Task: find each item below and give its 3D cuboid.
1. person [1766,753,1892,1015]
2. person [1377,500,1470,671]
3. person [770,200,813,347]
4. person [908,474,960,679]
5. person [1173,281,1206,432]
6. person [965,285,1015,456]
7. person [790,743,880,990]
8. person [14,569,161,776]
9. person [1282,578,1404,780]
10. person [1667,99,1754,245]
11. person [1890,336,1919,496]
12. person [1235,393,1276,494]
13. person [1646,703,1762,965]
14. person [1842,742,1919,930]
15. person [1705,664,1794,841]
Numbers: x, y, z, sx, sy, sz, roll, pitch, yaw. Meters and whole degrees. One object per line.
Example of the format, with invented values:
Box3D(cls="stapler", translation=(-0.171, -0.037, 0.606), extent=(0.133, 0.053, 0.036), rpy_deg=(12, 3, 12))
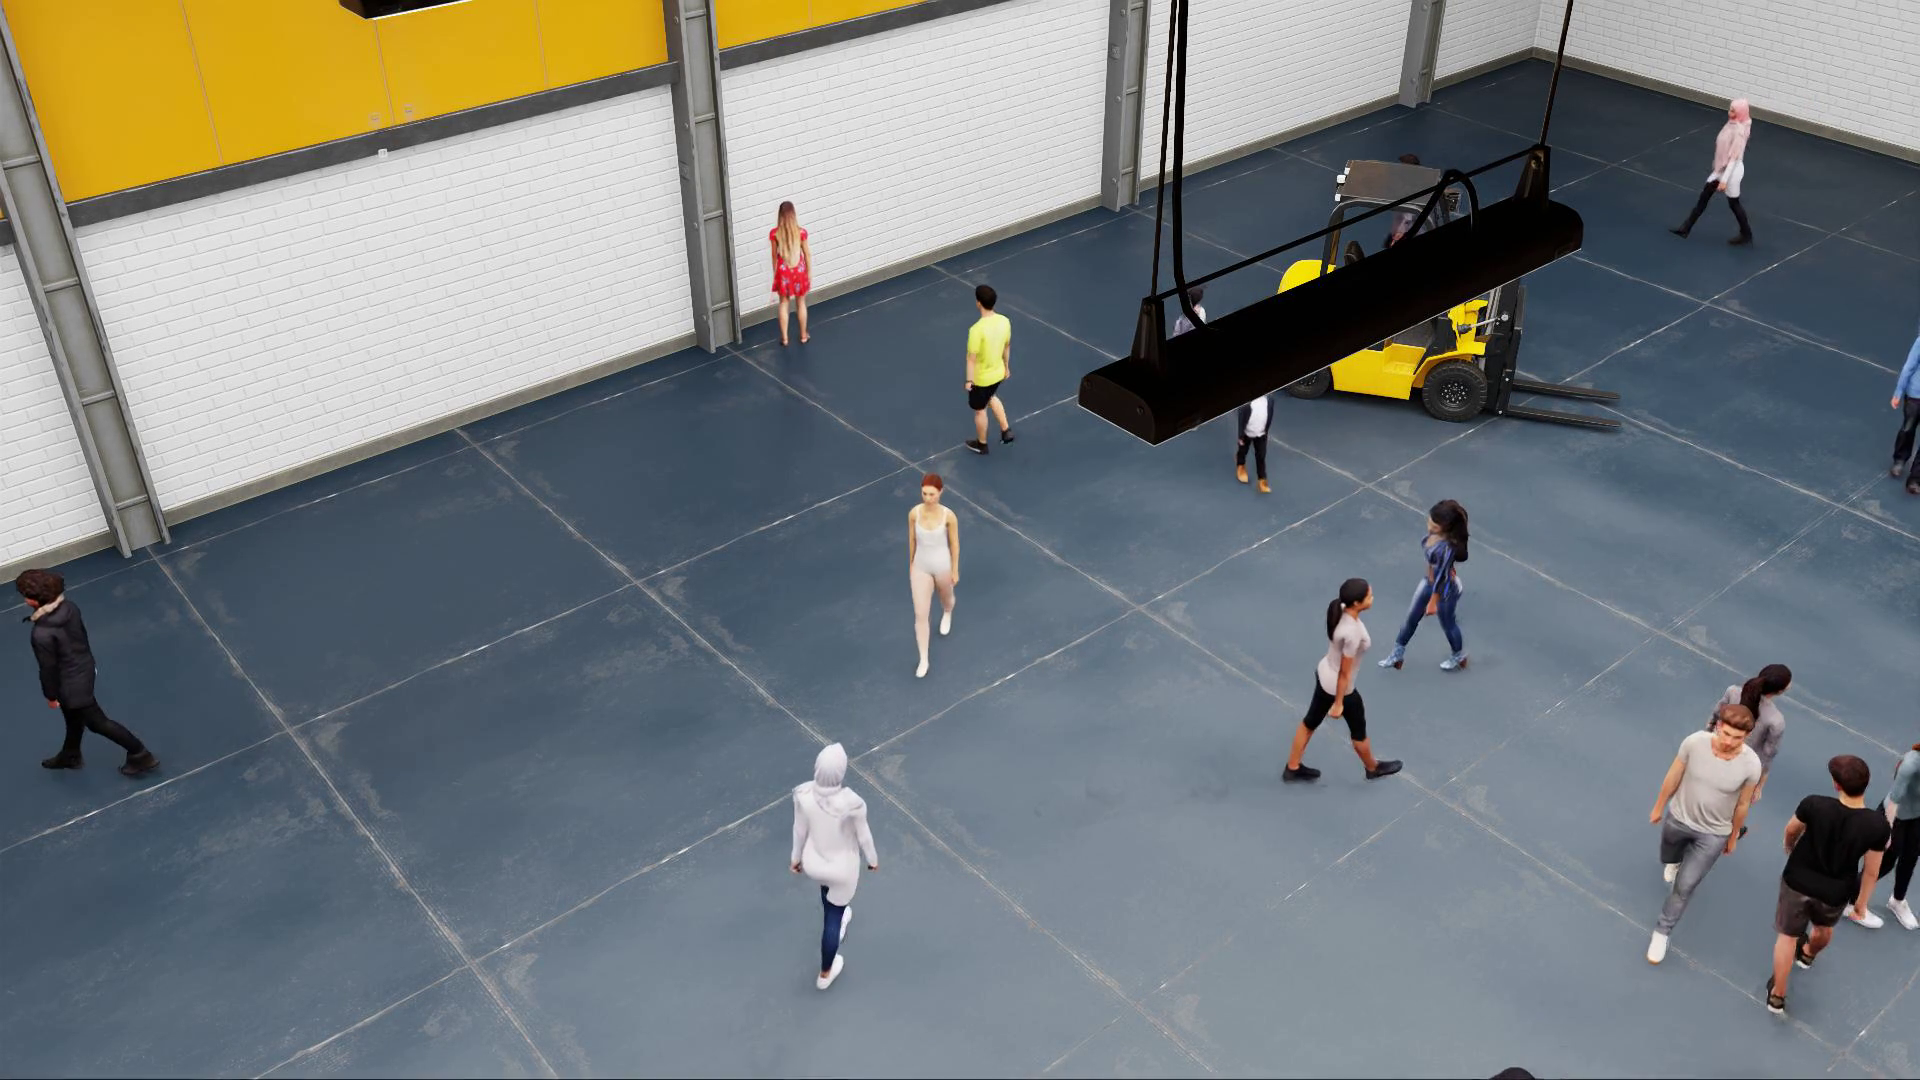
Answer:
Box3D(cls="person", translation=(5.055, 2.090, 9.842), extent=(0.943, 1.824, 1.102), rpy_deg=(15, 37, 22))
Box3D(cls="person", translation=(3.719, 0.367, 12.651), extent=(1.068, 1.585, 0.929), rpy_deg=(-1, 34, -2))
Box3D(cls="person", translation=(-1.770, -2.784, 17.385), extent=(0.664, 1.593, 0.737), rpy_deg=(0, 34, 0))
Box3D(cls="person", translation=(-0.180, 0.187, 12.905), extent=(0.986, 1.604, 1.081), rpy_deg=(5, 34, 7))
Box3D(cls="person", translation=(2.239, -1.733, 15.842), extent=(0.780, 1.550, 0.722), rpy_deg=(14, 36, 20))
Box3D(cls="person", translation=(0.304, -1.537, 15.414), extent=(0.712, 1.698, 0.683), rpy_deg=(29, 43, 36))
Box3D(cls="person", translation=(-0.814, 2.019, 10.014), extent=(0.891, 1.754, 1.007), rpy_deg=(12, 35, 17))
Box3D(cls="person", translation=(-6.109, 0.973, 11.596), extent=(1.174, 1.743, 1.033), rpy_deg=(-2, 34, -2))
Box3D(cls="person", translation=(2.530, 1.014, 11.563), extent=(1.160, 1.712, 1.016), rpy_deg=(-2, 34, -3))
Box3D(cls="person", translation=(9.100, -4.260, 19.463), extent=(1.230, 1.749, 1.218), rpy_deg=(8, 34, 12))
Box3D(cls="person", translation=(8.783, -1.358, 15.070), extent=(0.942, 1.781, 1.161), rpy_deg=(16, 37, 23))
Box3D(cls="person", translation=(2.648, -1.051, 15.130), extent=(0.802, 1.202, 0.786), rpy_deg=(-6, 34, -9))
Box3D(cls="person", translation=(4.631, 1.715, 10.375), extent=(0.826, 1.859, 1.222), rpy_deg=(27, 42, 35))
Box3D(cls="person", translation=(5.858, 1.757, 10.430), extent=(0.657, 1.727, 0.807), rpy_deg=(-20, 38, -27))
Box3D(cls="person", translation=(5.000, 1.526, 10.860), extent=(0.973, 1.638, 0.818), rpy_deg=(-22, 39, -29))
